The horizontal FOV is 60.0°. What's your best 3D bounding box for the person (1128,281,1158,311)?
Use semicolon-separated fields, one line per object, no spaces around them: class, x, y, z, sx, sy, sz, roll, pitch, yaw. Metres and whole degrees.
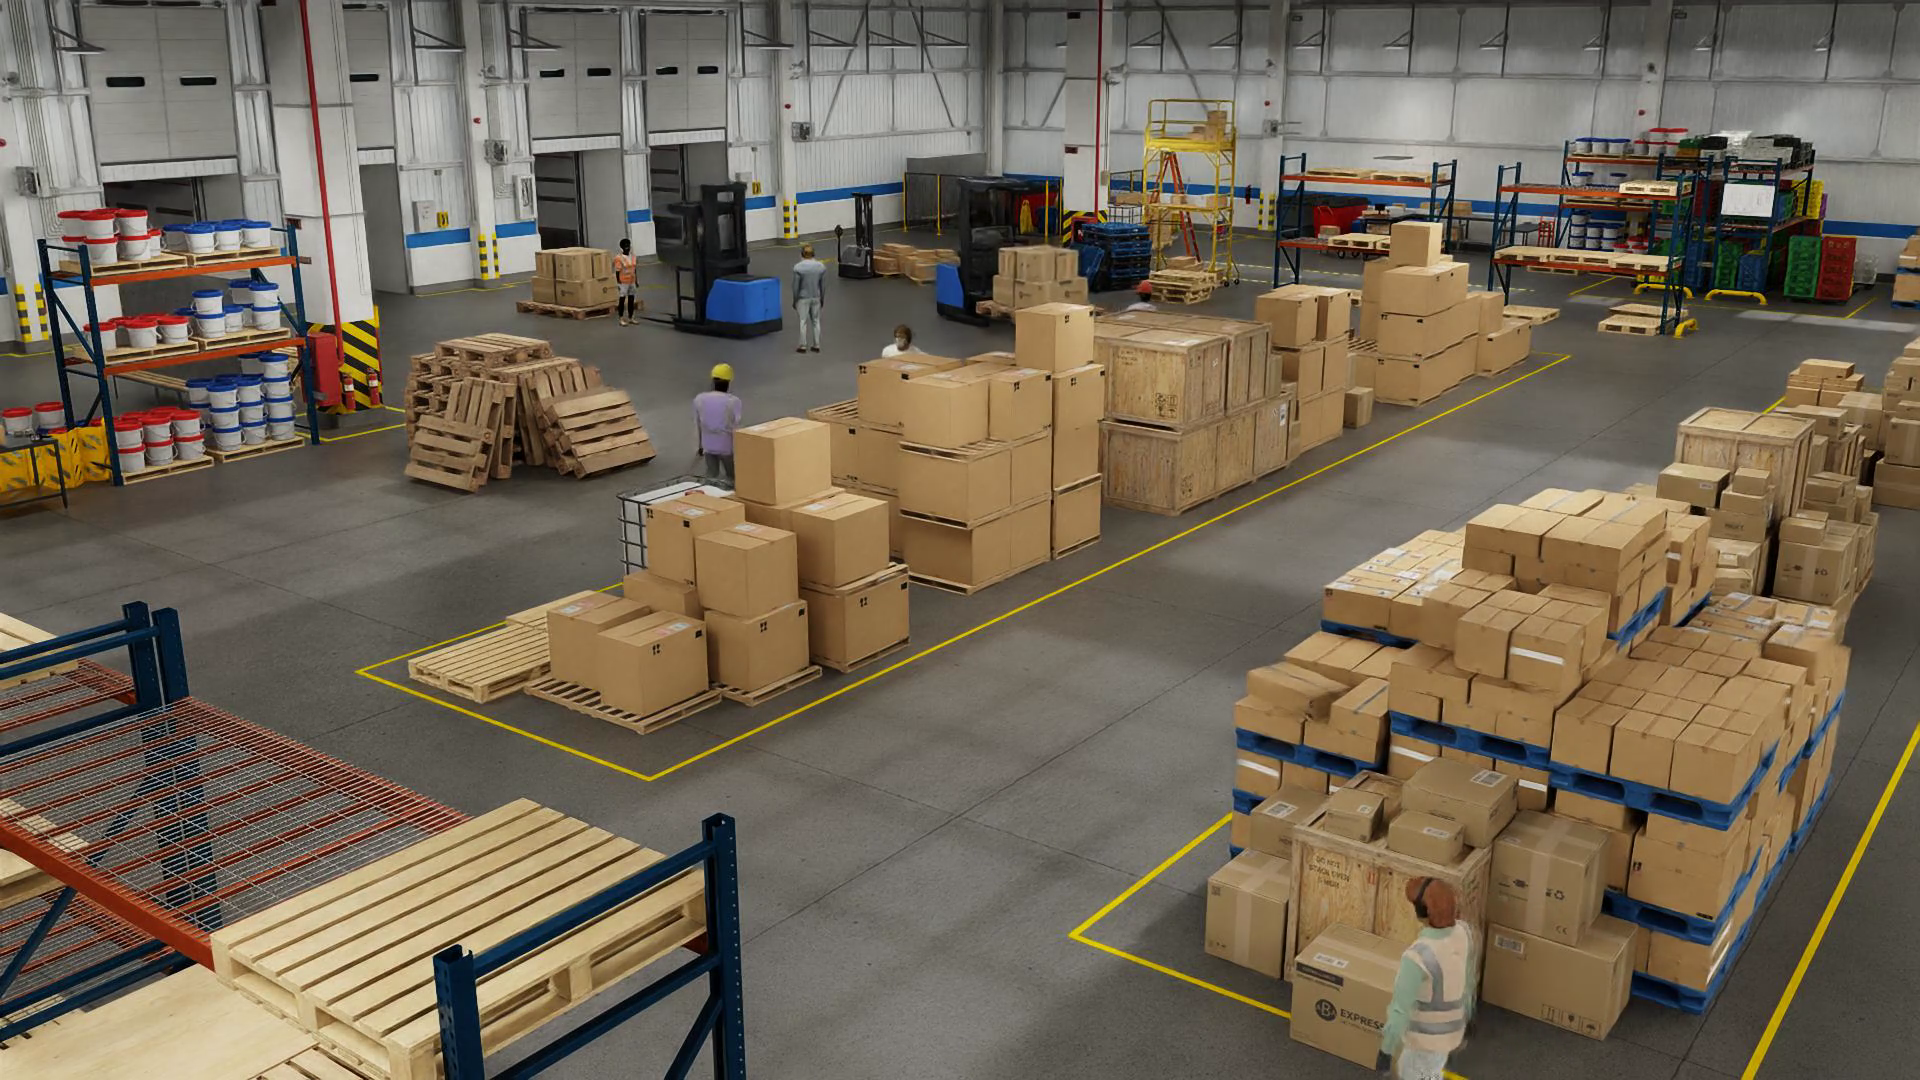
person;2.806;-3.009;25.436;0.569;1.879;1.010;12;21;35

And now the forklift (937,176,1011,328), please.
forklift;0.430;-5.728;32.741;1.129;2.768;1.873;-10;20;-30

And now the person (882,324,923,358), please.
person;-0.731;-1.844;21.514;0.645;1.920;0.481;9;19;28

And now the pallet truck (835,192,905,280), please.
pallet truck;-1.936;-7.159;38.982;1.885;1.965;0.823;-12;21;-34

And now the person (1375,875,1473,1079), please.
person;2.230;2.384;8.021;0.626;1.613;0.577;-16;23;-42

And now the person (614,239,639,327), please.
person;-6.489;-5.025;32.429;0.318;1.695;0.540;13;21;37

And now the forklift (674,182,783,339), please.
forklift;-4.393;-5.327;31.414;1.873;2.768;1.129;12;21;35

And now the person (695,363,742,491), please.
person;-2.747;-1.068;18.985;0.612;1.903;0.484;3;17;10

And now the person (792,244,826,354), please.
person;-2.682;-4.279;29.578;0.636;1.927;0.386;-9;19;-29
